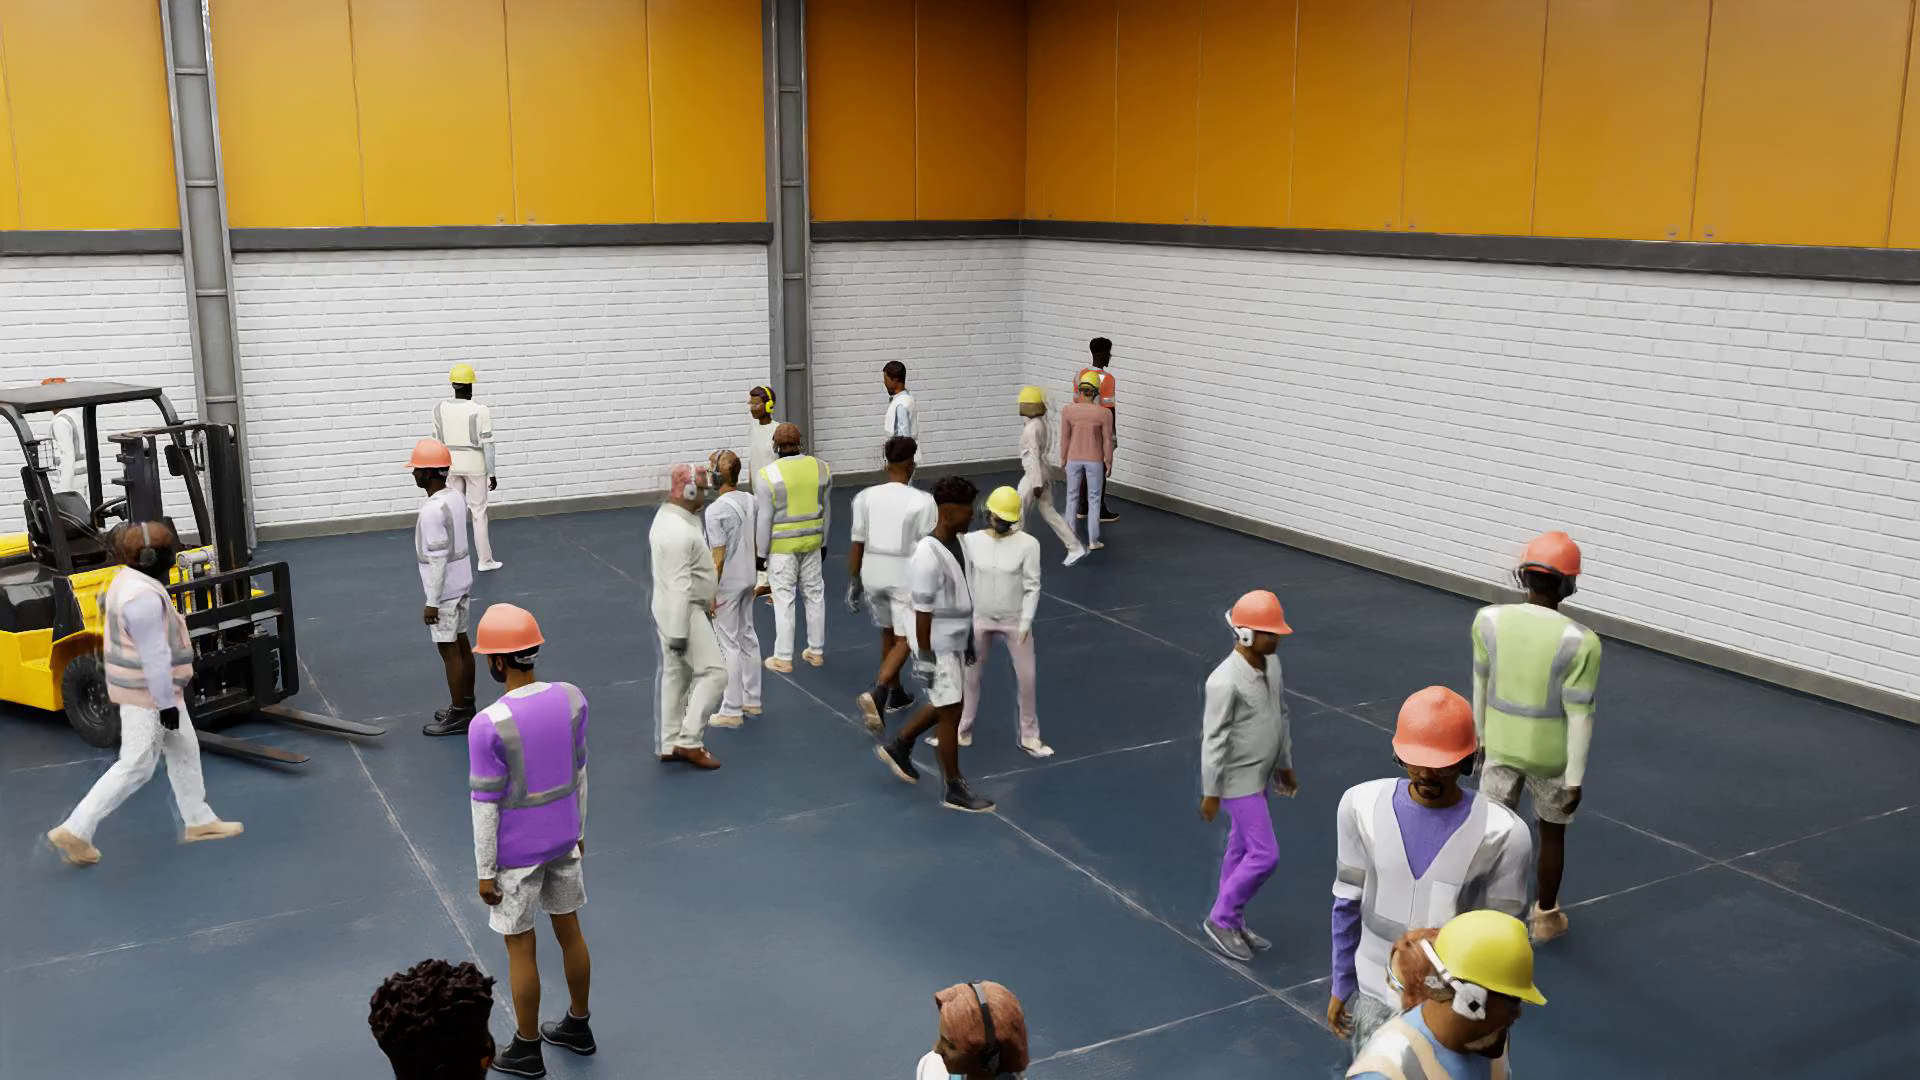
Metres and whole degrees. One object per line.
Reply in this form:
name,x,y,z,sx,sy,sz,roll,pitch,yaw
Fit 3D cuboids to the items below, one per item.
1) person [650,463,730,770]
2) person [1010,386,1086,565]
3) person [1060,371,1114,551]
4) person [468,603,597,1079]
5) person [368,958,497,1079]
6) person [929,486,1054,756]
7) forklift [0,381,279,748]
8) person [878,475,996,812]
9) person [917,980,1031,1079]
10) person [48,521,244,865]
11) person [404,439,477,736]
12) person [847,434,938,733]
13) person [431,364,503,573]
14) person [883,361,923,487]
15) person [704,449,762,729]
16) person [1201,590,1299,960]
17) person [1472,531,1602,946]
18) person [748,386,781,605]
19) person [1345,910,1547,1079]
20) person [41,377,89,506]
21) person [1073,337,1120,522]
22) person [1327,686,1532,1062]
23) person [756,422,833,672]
person,-1.643,0.467,10.152,0.490,1.880,0.649,-4,13,-18
person,0.757,-0.586,15.514,0.872,1.708,0.492,3,12,14
person,1.241,-0.769,16.248,0.532,1.757,0.336,4,13,18
person,-1.725,1.195,6.631,0.391,1.929,0.546,9,15,36
person,-1.096,1.833,3.554,0.608,1.963,0.374,5,13,23
person,0.165,0.503,10.346,0.789,1.730,0.349,3,12,13
forklift,-5.853,0.085,11.199,2.313,2.155,1.214,7,14,28
person,-0.137,0.575,9.531,0.705,1.946,0.618,4,13,17
person,0.064,1.863,4.187,0.314,1.636,0.515,-11,16,-42
person,-4.356,0.803,8.750,0.877,1.812,0.615,-6,14,-27
person,-3.354,0.308,10.760,0.369,1.939,0.542,0,12,1
person,-0.481,0.289,10.916,0.619,1.929,0.884,6,13,26
person,-4.537,-0.656,15.300,0.585,1.928,0.369,2,12,10
person,-0.549,-0.740,15.732,0.390,1.913,0.588,0,12,-1
person,-1.508,0.319,10.926,0.330,1.844,0.519,6,13,26
person,1.343,1.075,7.643,0.398,1.734,0.568,7,14,29
person,2.562,0.956,7.550,0.604,2.013,0.864,10,16,40
person,-1.642,-0.384,14.166,0.514,1.871,0.327,12,17,43
person,1.115,1.778,4.217,0.638,1.793,0.531,-10,16,-40
person,-7.840,-0.494,14.648,0.337,1.882,0.583,-4,13,-18
person,1.457,-1.178,17.660,0.361,1.963,0.617,-8,15,-34
person,1.457,1.435,5.269,0.602,2.035,0.407,7,14,30
person,-1.235,0.052,12.201,0.619,1.839,0.430,-8,15,-34
